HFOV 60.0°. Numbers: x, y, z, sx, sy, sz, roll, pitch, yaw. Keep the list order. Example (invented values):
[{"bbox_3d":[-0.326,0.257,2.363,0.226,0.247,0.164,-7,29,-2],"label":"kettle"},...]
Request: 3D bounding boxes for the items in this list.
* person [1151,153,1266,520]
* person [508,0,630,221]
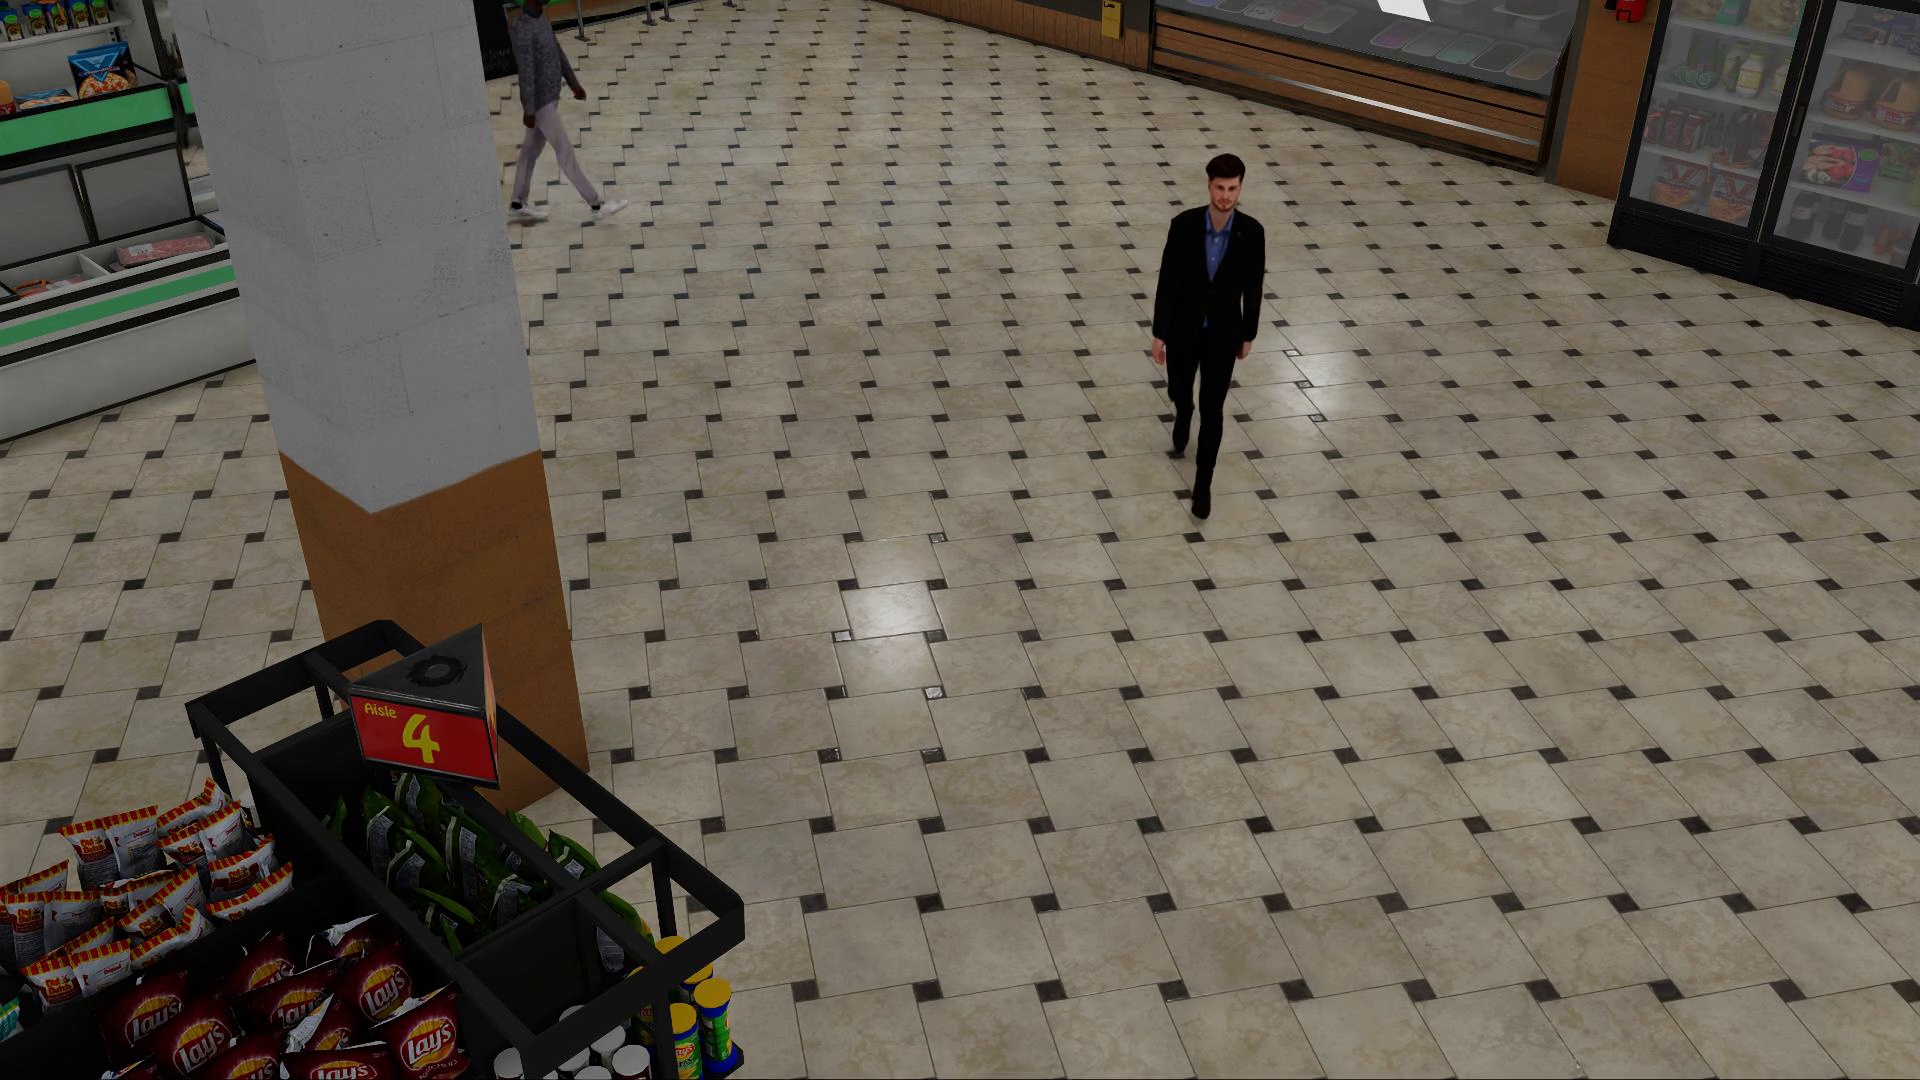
[{"bbox_3d":[1.255,-1.115,8.620,1.113,1.860,1.286,6,32,9],"label":"person"},{"bbox_3d":[-3.093,-3.133,11.919,1.250,1.800,1.161,-2,32,-4],"label":"person"}]
